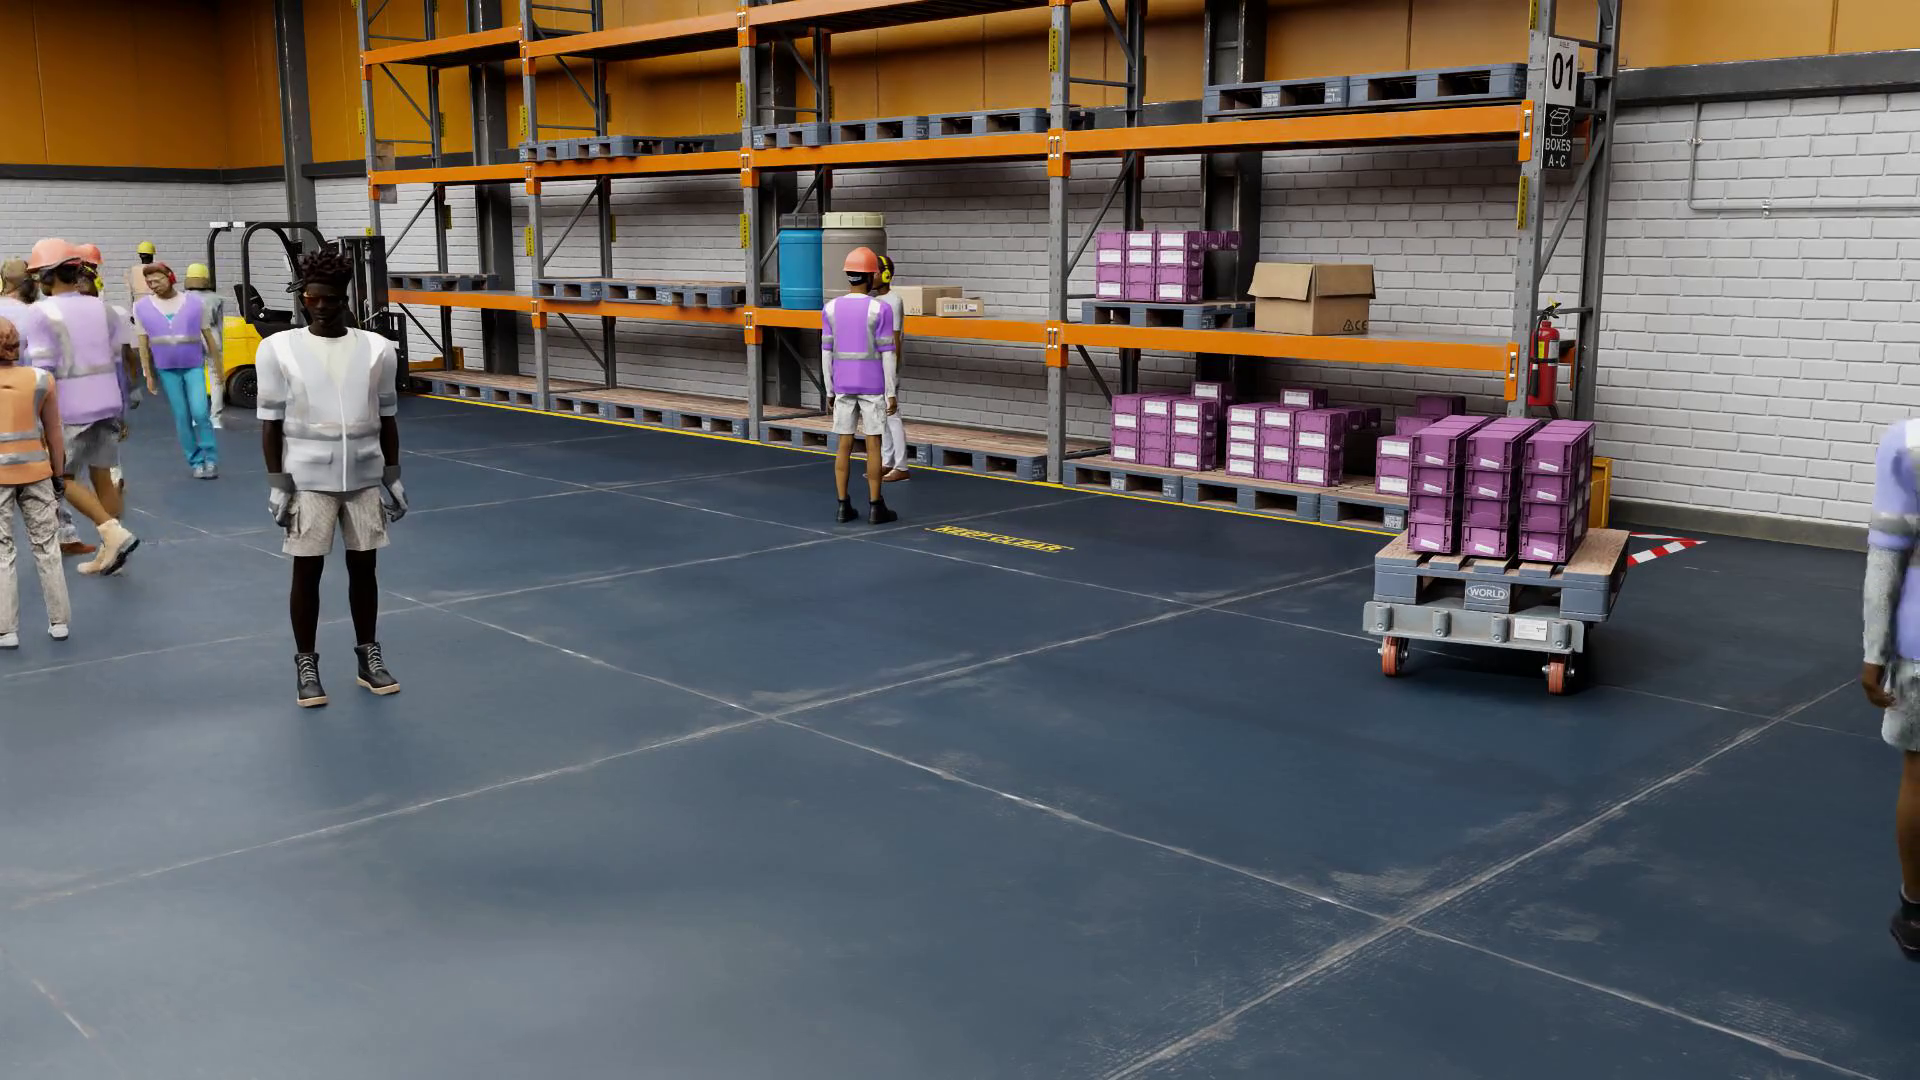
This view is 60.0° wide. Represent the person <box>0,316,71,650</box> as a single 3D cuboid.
[{"bbox_3d":[-4.661,-0.281,8.173,0.307,1.639,0.525,9,14,40],"label":"person"}]

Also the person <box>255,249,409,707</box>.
[{"bbox_3d":[-2.716,-0.271,7.236,0.605,1.962,0.373,-8,13,-36],"label":"person"}]

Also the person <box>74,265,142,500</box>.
[{"bbox_3d":[-6.540,-1.178,12.650,0.497,1.805,1.053,-3,11,-16],"label":"person"}]

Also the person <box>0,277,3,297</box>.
[{"bbox_3d":[-7.991,-1.429,14.212,0.524,1.721,0.911,-6,12,-31],"label":"person"}]

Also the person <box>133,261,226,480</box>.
[{"bbox_3d":[-6.410,-1.377,13.686,0.663,1.804,0.610,-3,11,-18],"label":"person"}]

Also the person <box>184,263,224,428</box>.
[{"bbox_3d":[-7.989,-2.039,17.528,0.585,1.724,0.483,10,14,43],"label":"person"}]

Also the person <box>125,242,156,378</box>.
[{"bbox_3d":[-11.539,-3.274,23.703,0.588,1.928,0.384,-1,10,-3],"label":"person"}]

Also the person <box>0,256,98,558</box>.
[{"bbox_3d":[-5.802,-0.763,10.143,0.685,1.909,0.932,3,11,16],"label":"person"}]

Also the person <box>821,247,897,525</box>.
[{"bbox_3d":[-0.691,-1.075,11.687,0.551,1.936,0.357,4,11,20],"label":"person"}]

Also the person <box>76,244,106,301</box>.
[{"bbox_3d":[-9.319,-2.203,17.863,0.372,1.929,0.543,3,11,16],"label":"person"}]

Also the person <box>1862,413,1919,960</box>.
[{"bbox_3d":[2.686,0.269,4.399,0.561,1.919,0.734,5,11,25],"label":"person"}]

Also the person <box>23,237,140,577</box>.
[{"bbox_3d":[-5.105,-0.751,9.728,0.663,2.018,0.619,4,11,23],"label":"person"}]

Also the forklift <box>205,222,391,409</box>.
[{"bbox_3d":[-8.169,-2.758,20.163,2.313,2.155,1.214,-10,14,-44],"label":"forklift"}]

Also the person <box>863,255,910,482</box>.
[{"bbox_3d":[-0.615,-1.406,13.722,0.318,1.860,0.509,-4,11,-23],"label":"person"}]
